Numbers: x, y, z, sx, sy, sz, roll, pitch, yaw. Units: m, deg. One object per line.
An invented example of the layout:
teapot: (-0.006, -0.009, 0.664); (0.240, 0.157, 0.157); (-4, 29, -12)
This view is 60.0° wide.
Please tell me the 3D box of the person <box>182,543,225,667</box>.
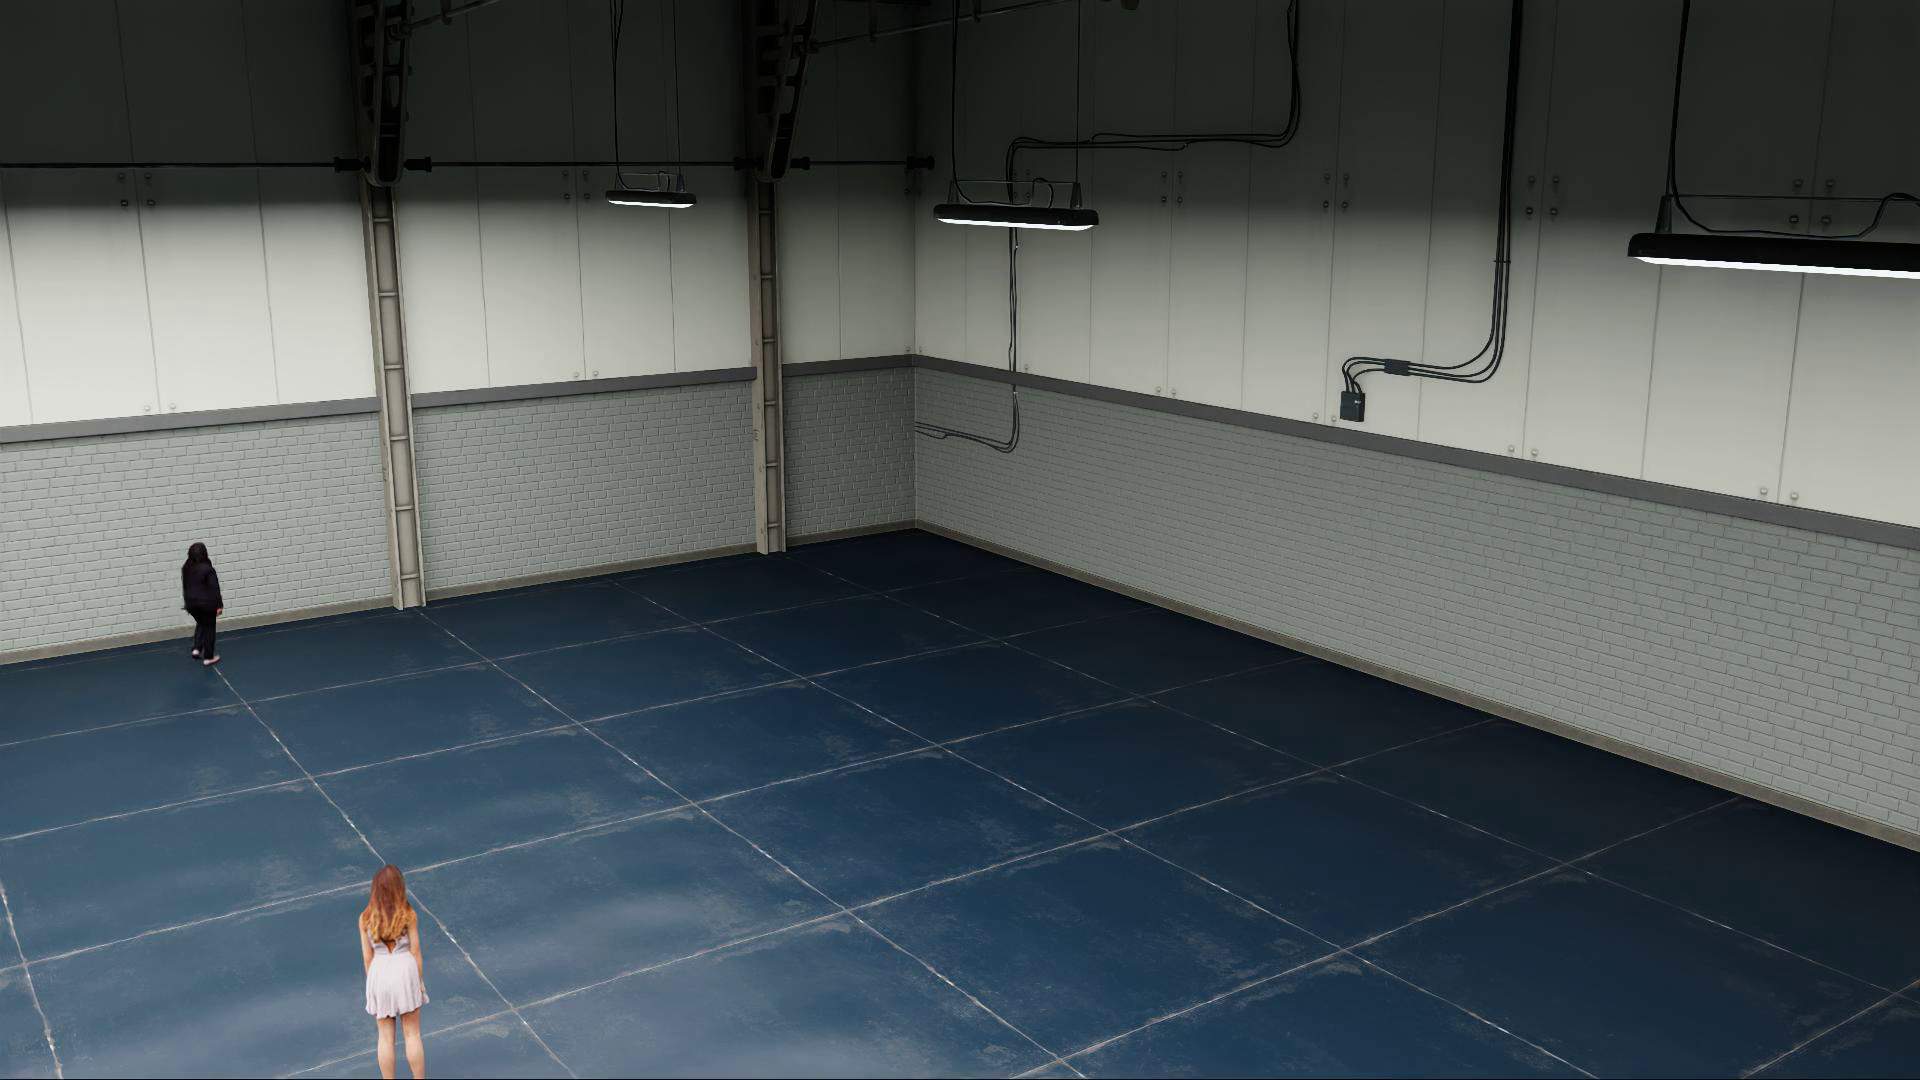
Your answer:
person: (-9.740, 0.848, 21.259); (0.794, 1.605, 0.851); (3, 13, 11)

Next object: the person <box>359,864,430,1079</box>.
person: (-3.855, 3.060, 11.344); (0.646, 1.769, 0.727); (-2, 13, -7)
